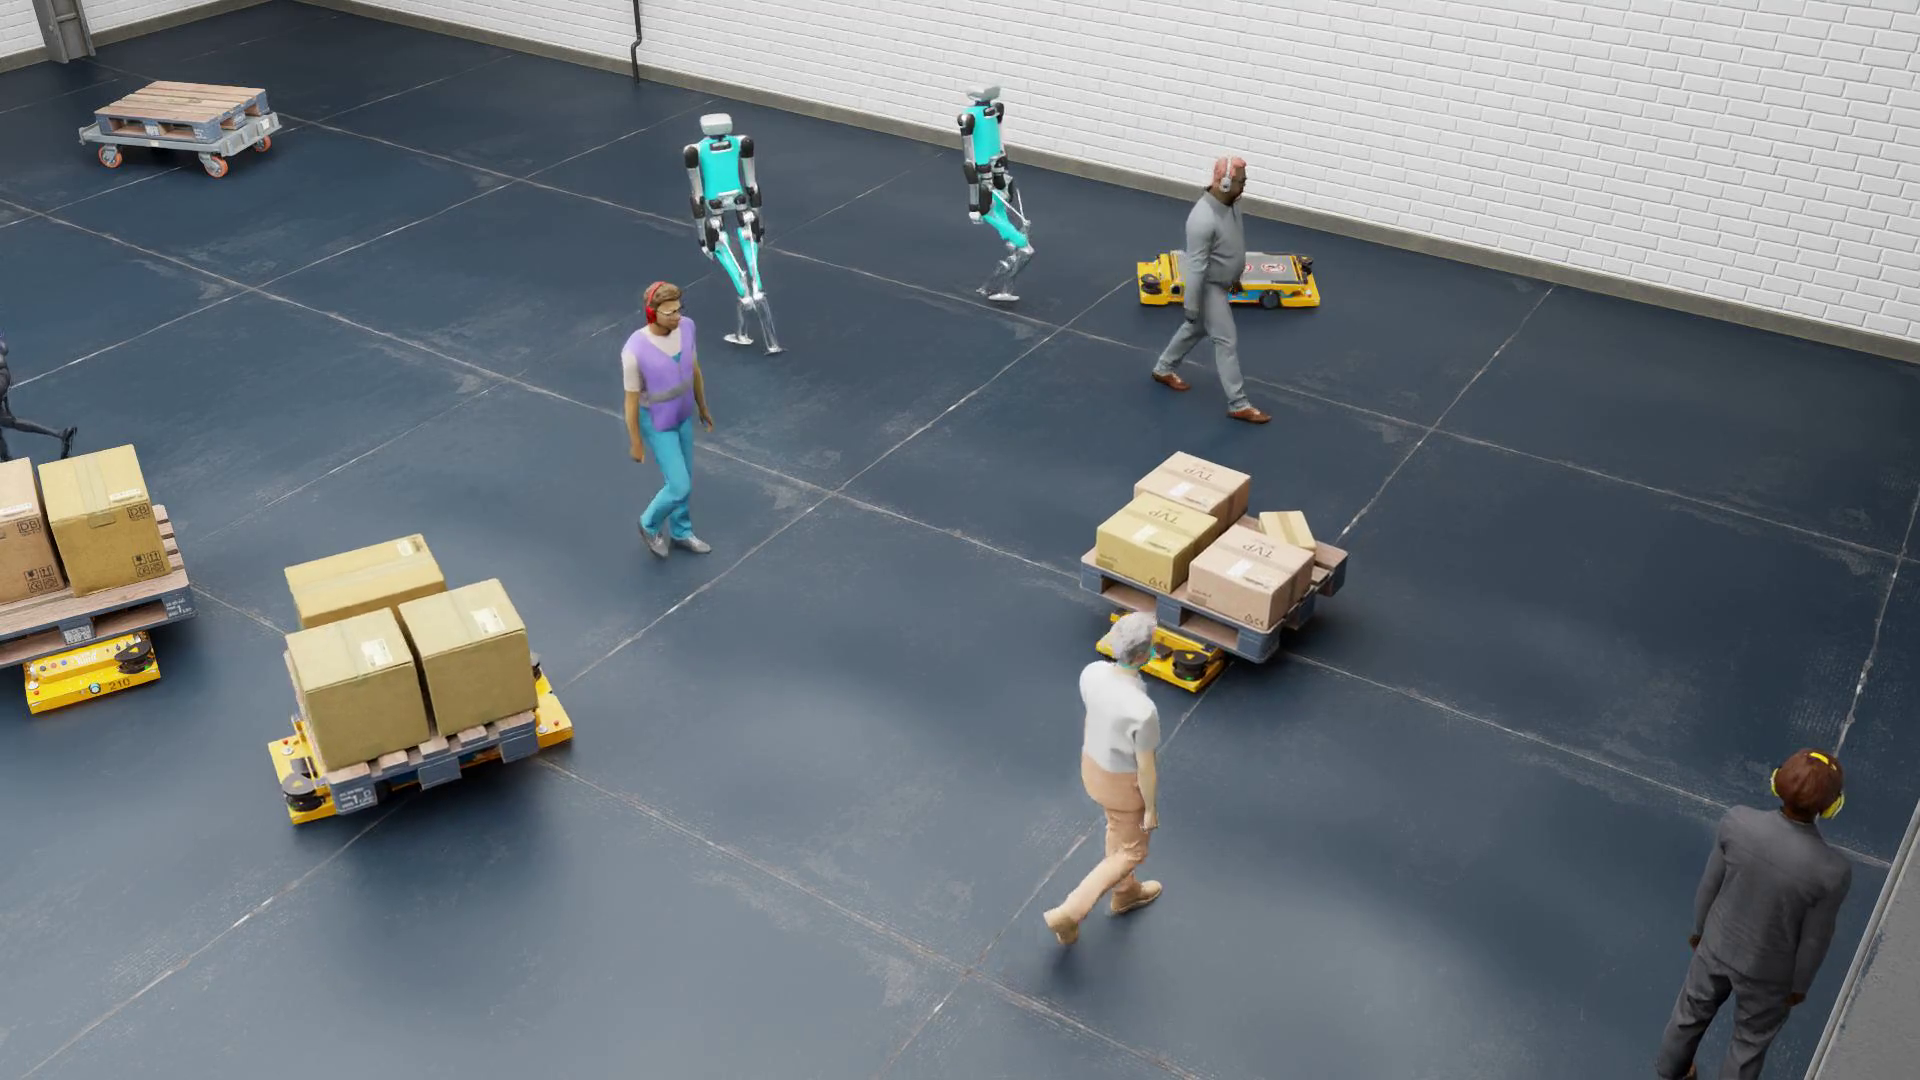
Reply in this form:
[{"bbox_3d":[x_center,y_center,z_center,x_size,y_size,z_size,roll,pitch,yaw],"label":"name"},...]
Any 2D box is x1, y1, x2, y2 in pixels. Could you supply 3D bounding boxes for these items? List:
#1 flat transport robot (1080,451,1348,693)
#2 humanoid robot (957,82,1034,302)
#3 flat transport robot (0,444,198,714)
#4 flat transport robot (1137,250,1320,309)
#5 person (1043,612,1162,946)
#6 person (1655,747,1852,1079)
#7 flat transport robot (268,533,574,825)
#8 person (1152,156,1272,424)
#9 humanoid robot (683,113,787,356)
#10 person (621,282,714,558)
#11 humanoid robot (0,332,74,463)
[{"bbox_3d":[1.458,0.366,9.686,0.659,0.231,1.431,22,39,31],"label":"flat transport robot"},{"bbox_3d":[0.387,-2.627,13.013,0.816,1.791,0.573,19,37,27],"label":"humanoid robot"},{"bbox_3d":[-5.059,0.454,9.550,0.659,0.231,1.431,-17,37,-25],"label":"flat transport robot"},{"bbox_3d":[2.180,-2.125,13.562,1.431,0.231,0.659,1,33,2],"label":"flat transport robot"},{"bbox_3d":[0.657,1.060,7.267,0.641,1.722,0.484,-18,37,-26],"label":"person"},{"bbox_3d":[3.018,1.563,6.352,0.364,1.870,0.494,-24,40,-32],"label":"person"},{"bbox_3d":[-2.818,1.008,8.687,1.431,0.231,0.659,-17,36,-24],"label":"flat transport robot"},{"bbox_3d":[1.785,-1.770,11.557,0.970,1.844,0.659,14,35,21],"label":"person"},{"bbox_3d":[-1.629,-2.173,12.297,0.573,1.786,0.873,-13,35,-19],"label":"humanoid robot"},{"bbox_3d":[-1.729,-0.693,9.893,0.455,1.830,0.577,15,36,22],"label":"person"},{"bbox_3d":[-6.202,-1.115,10.704,0.564,1.642,0.604,-13,35,-19],"label":"humanoid robot"}]
